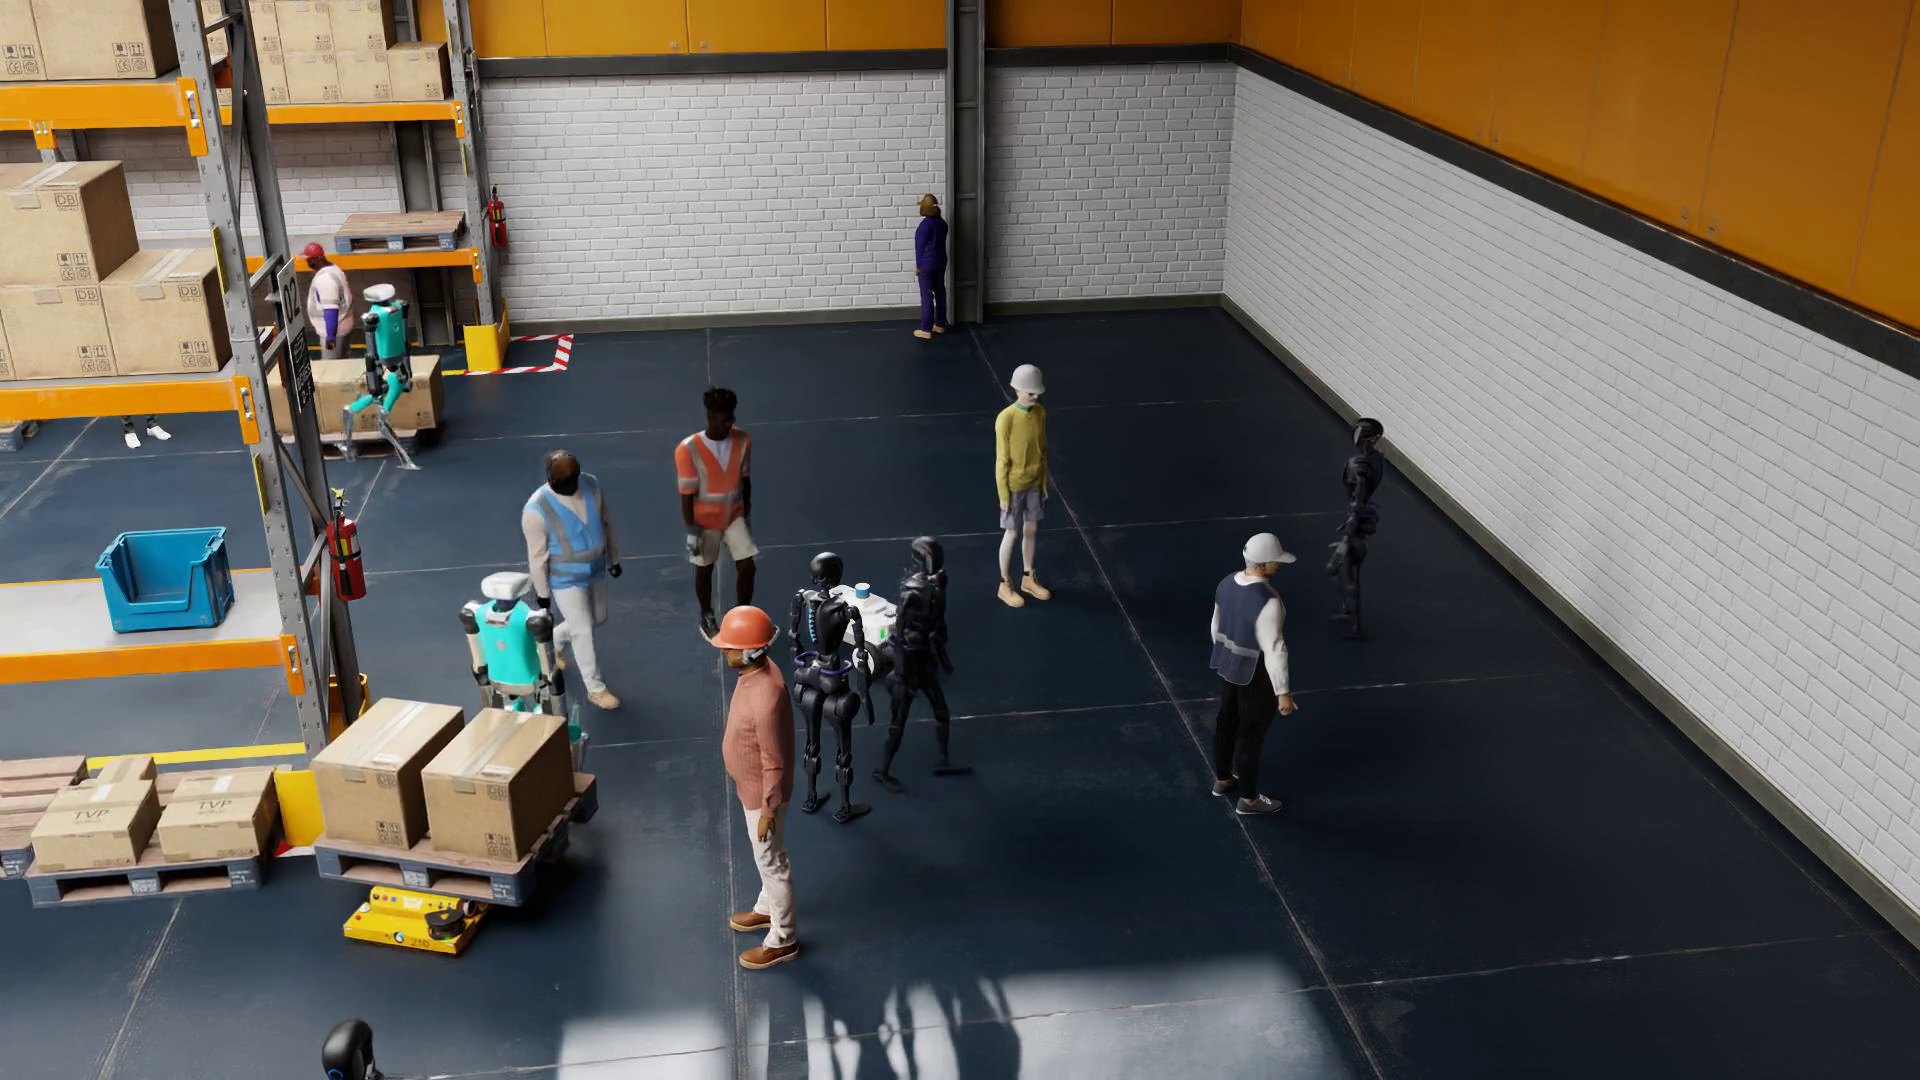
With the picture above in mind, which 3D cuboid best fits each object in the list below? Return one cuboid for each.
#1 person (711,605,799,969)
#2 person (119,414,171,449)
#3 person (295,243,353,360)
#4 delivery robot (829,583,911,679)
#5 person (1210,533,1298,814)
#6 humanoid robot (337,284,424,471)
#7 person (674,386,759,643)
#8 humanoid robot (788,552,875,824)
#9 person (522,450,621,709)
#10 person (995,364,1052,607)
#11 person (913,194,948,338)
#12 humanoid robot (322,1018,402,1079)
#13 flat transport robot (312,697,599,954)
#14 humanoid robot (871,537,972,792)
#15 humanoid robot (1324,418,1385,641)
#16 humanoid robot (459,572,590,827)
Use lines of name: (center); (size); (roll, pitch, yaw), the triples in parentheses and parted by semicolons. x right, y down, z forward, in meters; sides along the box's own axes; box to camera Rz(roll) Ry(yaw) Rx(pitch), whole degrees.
person: (-1.021, 1.239, 8.429); (0.383, 1.992, 0.622); (-6, 24, -13)
person: (-7.743, -1.796, 15.500); (0.309, 1.868, 0.530); (18, 29, 35)
person: (-6.136, -2.063, 16.271); (0.434, 1.741, 0.703); (-3, 24, -7)
delivery robot: (-0.661, 0.608, 11.680); (0.811, 0.613, 0.499); (20, 30, 37)
person: (1.705, 0.779, 9.774); (0.449, 1.753, 0.762); (-11, 26, -23)
humanoid robot: (-5.347, -1.464, 14.926); (0.960, 1.773, 0.554); (10, 26, 21)
person: (-1.659, -0.124, 11.600); (0.629, 1.936, 0.726); (-14, 28, -30)
humanoid robot: (-0.774, 0.843, 9.707); (0.599, 1.657, 0.315); (16, 28, 31)
person: (-2.594, 0.211, 11.008); (0.722, 1.812, 0.669); (13, 27, 27)
person: (0.454, -0.410, 12.337); (0.483, 1.881, 0.413); (-19, 30, -36)
person: (-0.341, -3.102, 18.784); (0.353, 1.618, 0.448); (18, 29, 35)
humanoid robot: (-2.081, 2.428, 6.115); (0.597, 1.652, 0.405); (-1, 24, -2)
flat transport robot: (-2.779, 1.782, 9.336); (0.659, 0.231, 1.431); (5, 24, 12)
humanoid robot: (-0.265, 0.736, 10.000); (0.535, 1.657, 0.590); (12, 26, 25)
humanoid robot: (2.801, -0.070, 11.803); (0.370, 1.653, 0.600); (7, 25, 16)
humanoid robot: (-2.391, 0.903, 9.526); (0.530, 1.784, 0.819); (6, 24, 13)
